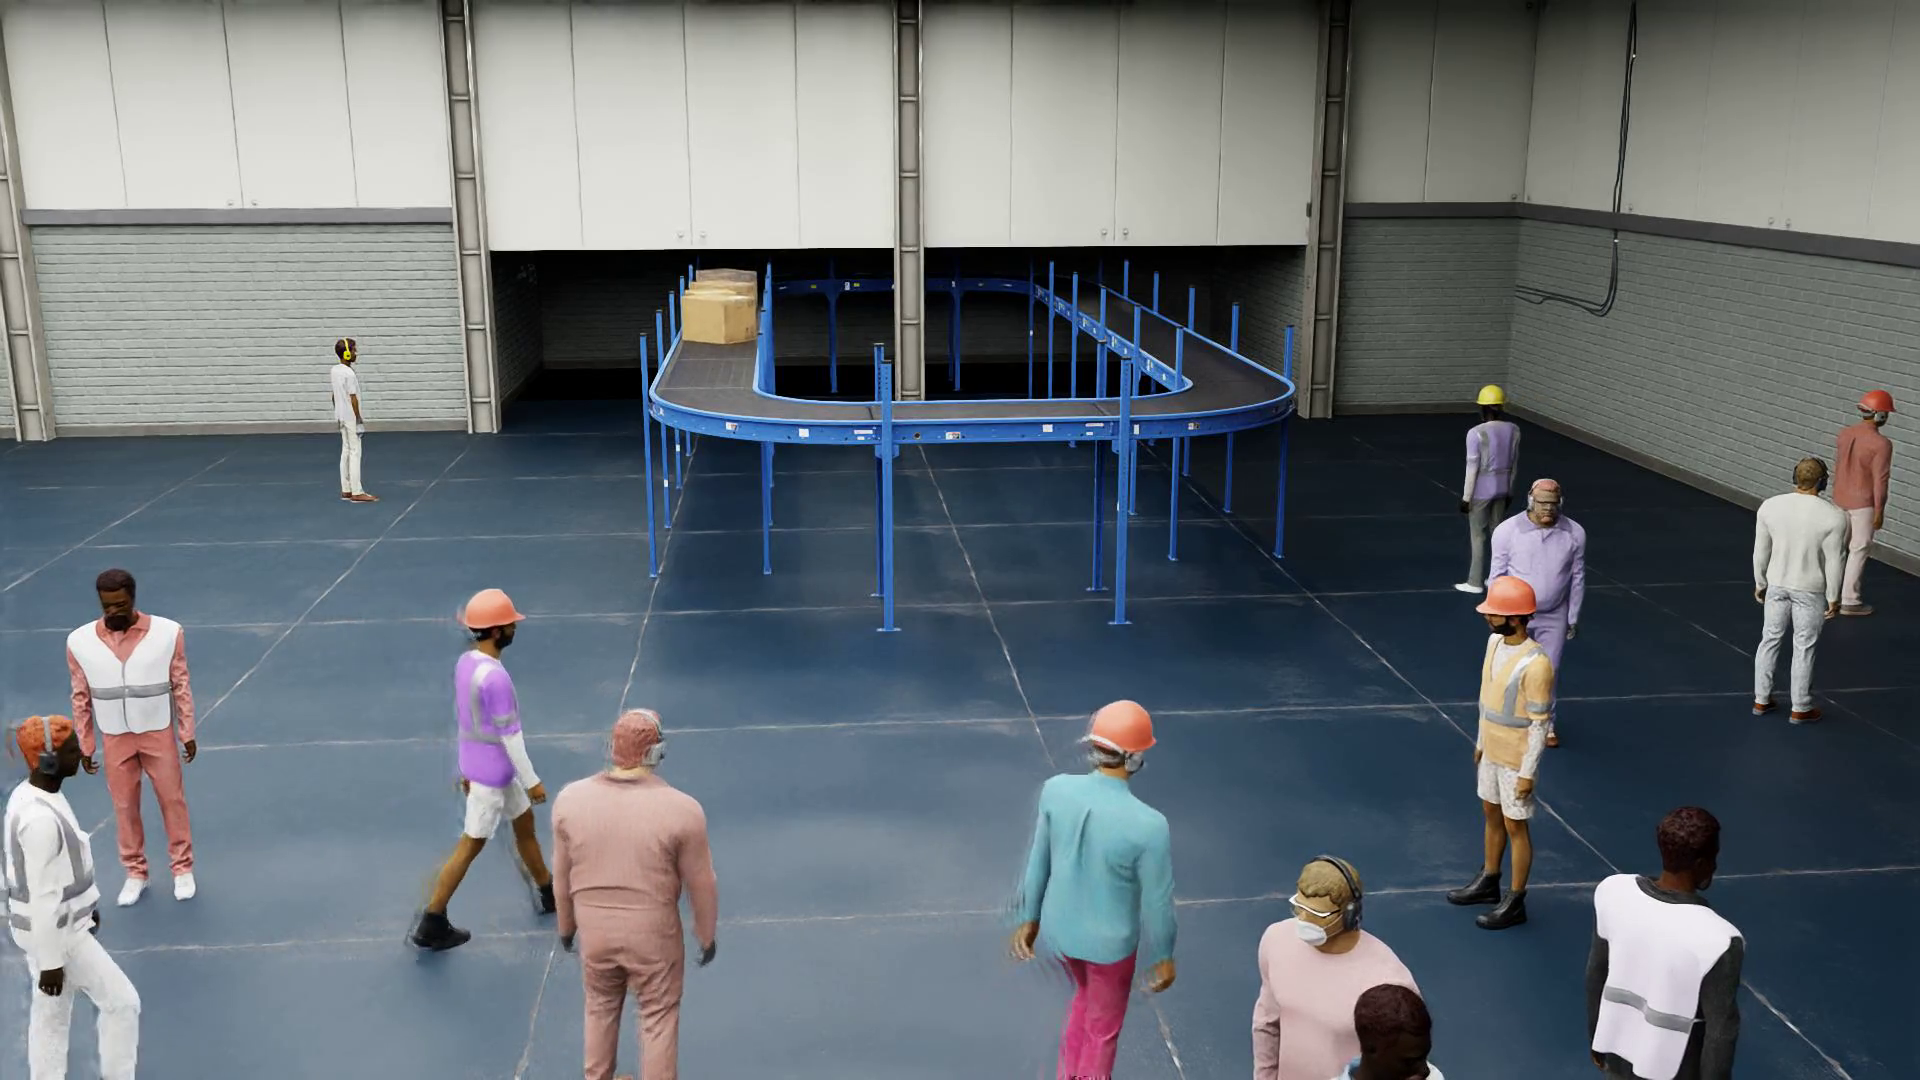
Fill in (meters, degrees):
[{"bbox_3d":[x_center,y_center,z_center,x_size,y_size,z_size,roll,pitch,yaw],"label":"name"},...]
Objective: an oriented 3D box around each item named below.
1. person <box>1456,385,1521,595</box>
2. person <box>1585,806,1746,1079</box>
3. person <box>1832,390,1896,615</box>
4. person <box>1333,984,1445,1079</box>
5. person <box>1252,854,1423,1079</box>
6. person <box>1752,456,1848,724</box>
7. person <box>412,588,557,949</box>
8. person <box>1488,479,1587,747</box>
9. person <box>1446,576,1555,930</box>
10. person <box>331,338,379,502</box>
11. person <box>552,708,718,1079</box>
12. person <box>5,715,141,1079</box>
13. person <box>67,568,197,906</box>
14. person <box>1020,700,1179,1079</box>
[{"bbox_3d":[4.819,-0.459,15.225,0.593,1.922,0.387,-6,15,-24],"label":"person"},{"bbox_3d":[2.483,1.861,5.957,0.394,1.919,0.590,-8,16,-28],"label":"person"},{"bbox_3d":[7.910,-0.335,14.613,0.409,1.986,0.618,-3,14,-11],"label":"person"},{"bbox_3d":[1.155,2.145,4.851,0.589,1.909,0.387,-10,17,-36],"label":"person"},{"bbox_3d":[1.234,1.949,5.596,0.369,1.932,0.623,-12,18,-40],"label":"person"},{"bbox_3d":[6.006,0.355,11.943,0.373,1.940,0.628,-12,18,-39],"label":"person"},{"bbox_3d":[-2.473,1.187,8.727,1.006,1.898,0.542,-7,16,-27],"label":"person"},{"bbox_3d":[3.958,0.505,11.437,0.641,1.899,0.395,1,14,5],"label":"person"},{"bbox_3d":[2.899,1.127,8.864,0.375,1.934,0.547,-3,14,-11],"label":"person"},{"bbox_3d":[-6.939,-1.364,18.958,0.313,1.869,0.538,-13,19,-43],"label":"person"},{"bbox_3d":[-1.344,1.617,7.014,0.691,1.885,0.494,2,14,7],"label":"person"},{"bbox_3d":[-3.684,1.618,7.030,0.708,1.860,0.622,-9,16,-31],"label":"person"},{"bbox_3d":[-4.531,1.066,9.165,0.598,1.910,0.403,-5,15,-18],"label":"person"},{"bbox_3d":[0.599,1.607,6.852,0.666,1.970,0.574,13,19,41],"label":"person"}]
